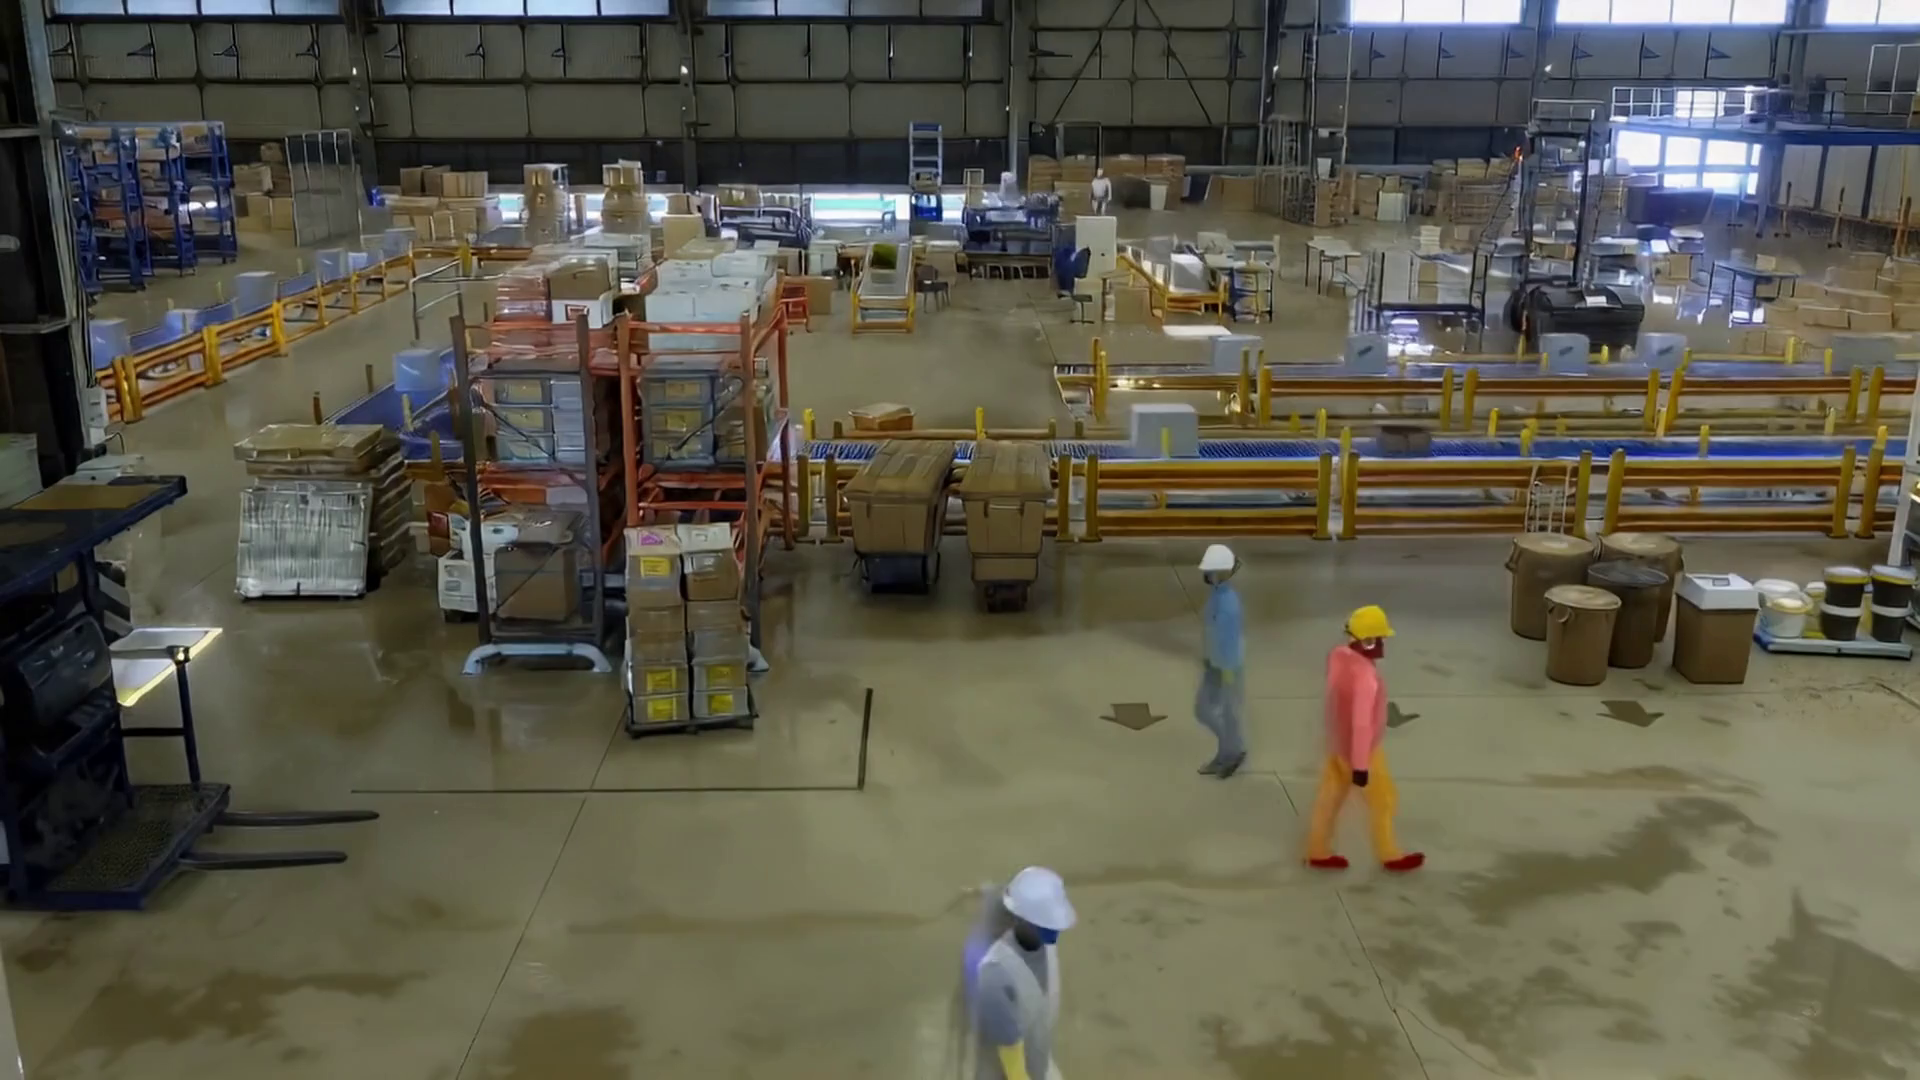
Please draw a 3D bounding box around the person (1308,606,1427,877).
[{"bbox_3d":[2.627,1.279,10.539,0.821,1.801,0.621,-3,16,-9],"label":"person"}]

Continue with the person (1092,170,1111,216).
[{"bbox_3d":[4.262,-10.392,50.982,0.677,1.869,0.877,10,19,32],"label":"person"}]

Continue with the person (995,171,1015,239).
[{"bbox_3d":[1.301,-9.638,48.076,0.605,2.030,0.429,14,21,40],"label":"person"}]

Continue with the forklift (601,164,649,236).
[{"bbox_3d":[-9.948,-10.127,49.296,1.157,1.987,2.680,-1,16,-3],"label":"forklift"}]

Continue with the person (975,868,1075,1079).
[{"bbox_3d":[0.241,2.234,7.122,1.034,1.882,0.535,12,20,36],"label":"person"}]

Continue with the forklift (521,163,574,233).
[{"bbox_3d":[-12.233,-10.122,49.298,1.157,1.987,2.680,0,16,-1],"label":"forklift"}]

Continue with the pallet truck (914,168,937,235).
[{"bbox_3d":[-0.989,-10.316,50.507,0.823,1.965,1.885,1,16,3],"label":"pallet truck"}]

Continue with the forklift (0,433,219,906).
[{"bbox_3d":[-5.952,0.780,10.366,1.873,2.768,1.129,0,16,-1],"label":"forklift"}]

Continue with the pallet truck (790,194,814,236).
[{"bbox_3d":[-4.814,-9.883,50.259,0.704,1.261,1.522,-1,16,-3],"label":"pallet truck"}]

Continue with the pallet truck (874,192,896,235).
[{"bbox_3d":[-2.277,-9.986,50.594,0.653,1.274,1.630,0,16,-1],"label":"pallet truck"}]

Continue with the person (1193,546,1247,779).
[{"bbox_3d":[1.856,0.886,11.994,0.374,1.757,0.523,1,16,3],"label":"person"}]

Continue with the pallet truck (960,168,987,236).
[{"bbox_3d":[0.383,-10.230,50.206,0.823,1.965,1.885,-1,16,-3],"label":"pallet truck"}]

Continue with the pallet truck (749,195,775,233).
[{"bbox_3d":[-6.051,-9.967,50.660,0.680,1.201,1.601,0,16,-1],"label":"pallet truck"}]
